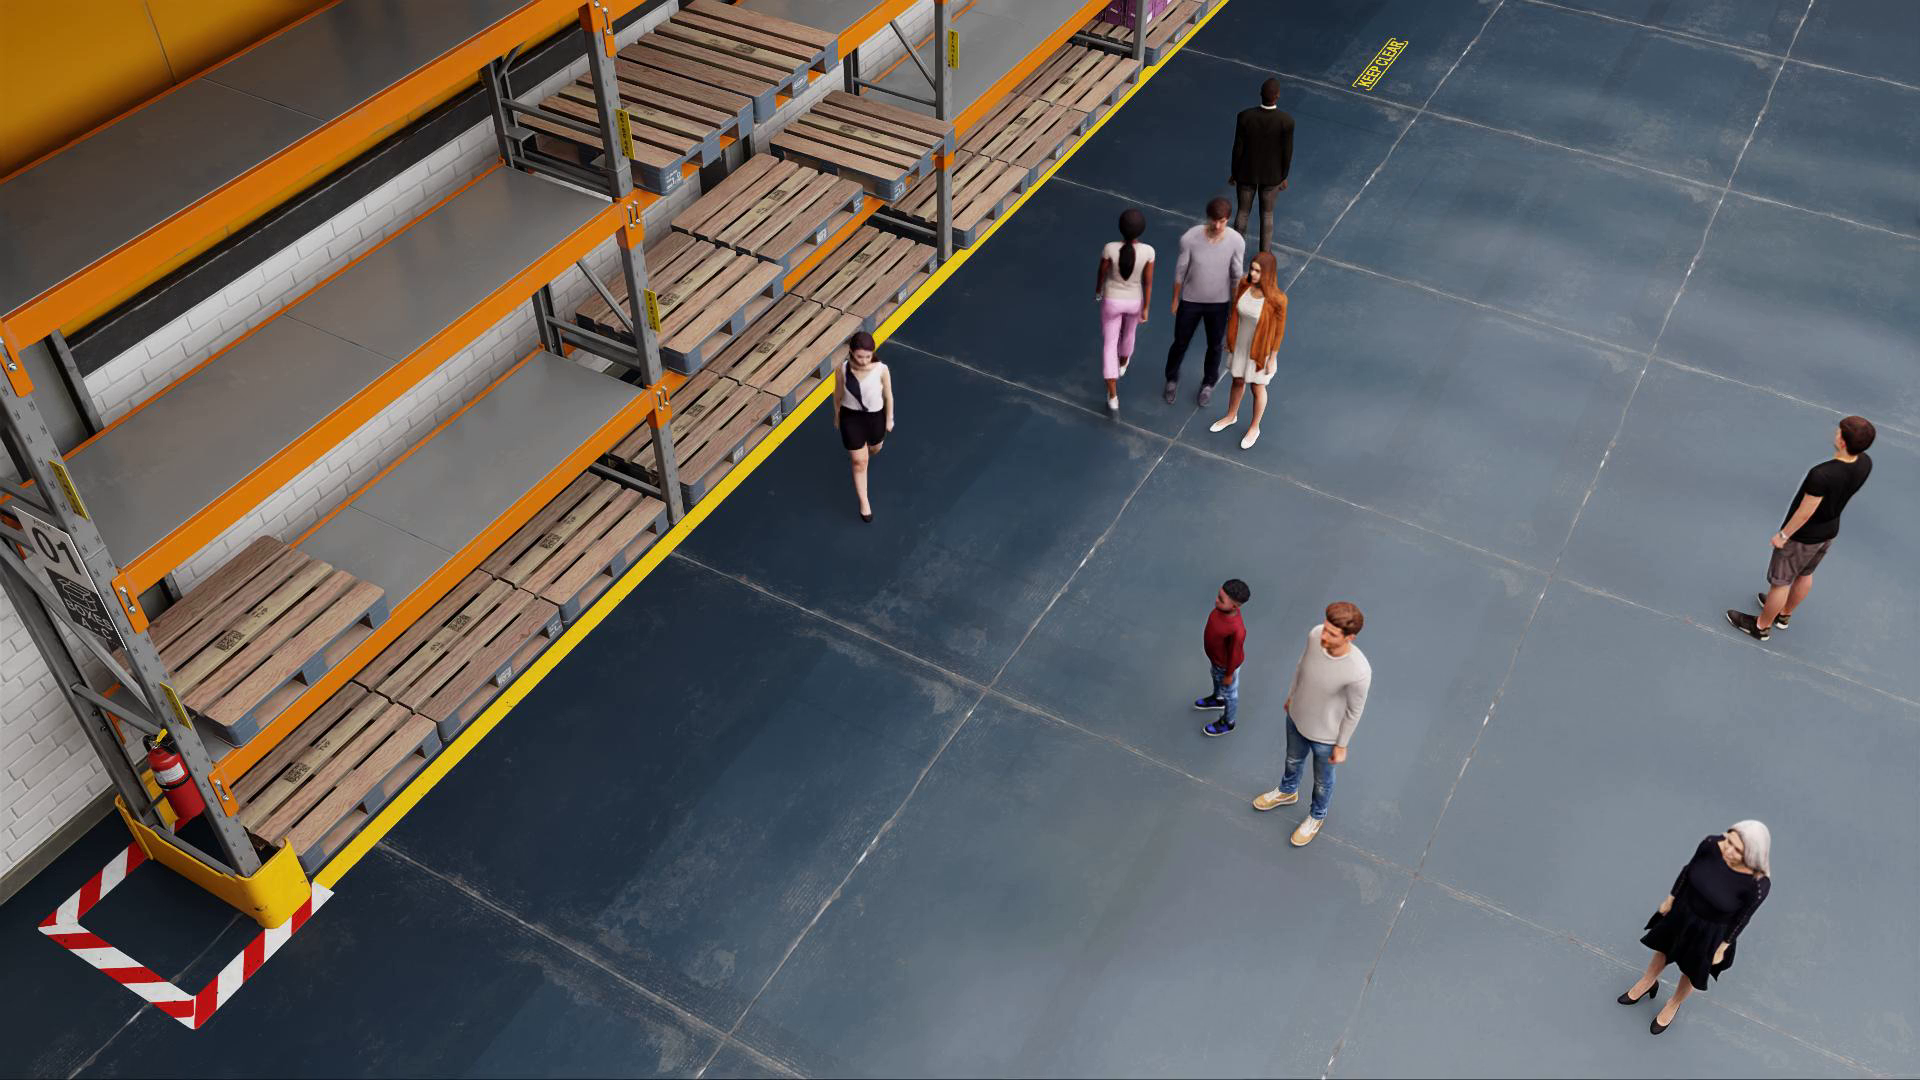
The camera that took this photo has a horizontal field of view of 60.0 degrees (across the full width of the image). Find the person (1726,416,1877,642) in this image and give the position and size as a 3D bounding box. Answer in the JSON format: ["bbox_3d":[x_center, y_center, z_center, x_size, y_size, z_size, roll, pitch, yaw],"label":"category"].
[{"bbox_3d":[5.646,-0.073,11.035,0.713,1.862,0.824,-20,47,-20],"label":"person"}]

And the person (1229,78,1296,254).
[{"bbox_3d":[2.577,-3.138,14.298,0.722,1.800,0.675,8,44,8],"label":"person"}]

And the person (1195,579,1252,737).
[{"bbox_3d":[1.707,0.725,10.639,0.636,1.253,0.573,-9,44,-9],"label":"person"}]

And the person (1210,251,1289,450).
[{"bbox_3d":[2.225,-1.474,12.606,0.654,1.723,0.679,-34,53,-31],"label":"person"}]

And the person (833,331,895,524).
[{"bbox_3d":[-0.700,-0.912,12.092,0.928,1.619,1.068,0,44,0],"label":"person"}]

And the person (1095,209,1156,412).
[{"bbox_3d":[1.250,-1.782,12.937,0.906,1.712,1.120,0,44,0],"label":"person"}]

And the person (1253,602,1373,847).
[{"bbox_3d":[2.125,1.054,9.821,0.742,1.905,0.753,-25,49,-24],"label":"person"}]

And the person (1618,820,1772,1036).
[{"bbox_3d":[3.943,2.057,8.882,0.712,1.747,0.691,-23,48,-22],"label":"person"}]

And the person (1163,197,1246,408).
[{"bbox_3d":[1.932,-1.895,12.965,0.773,1.838,0.764,6,44,6],"label":"person"}]
